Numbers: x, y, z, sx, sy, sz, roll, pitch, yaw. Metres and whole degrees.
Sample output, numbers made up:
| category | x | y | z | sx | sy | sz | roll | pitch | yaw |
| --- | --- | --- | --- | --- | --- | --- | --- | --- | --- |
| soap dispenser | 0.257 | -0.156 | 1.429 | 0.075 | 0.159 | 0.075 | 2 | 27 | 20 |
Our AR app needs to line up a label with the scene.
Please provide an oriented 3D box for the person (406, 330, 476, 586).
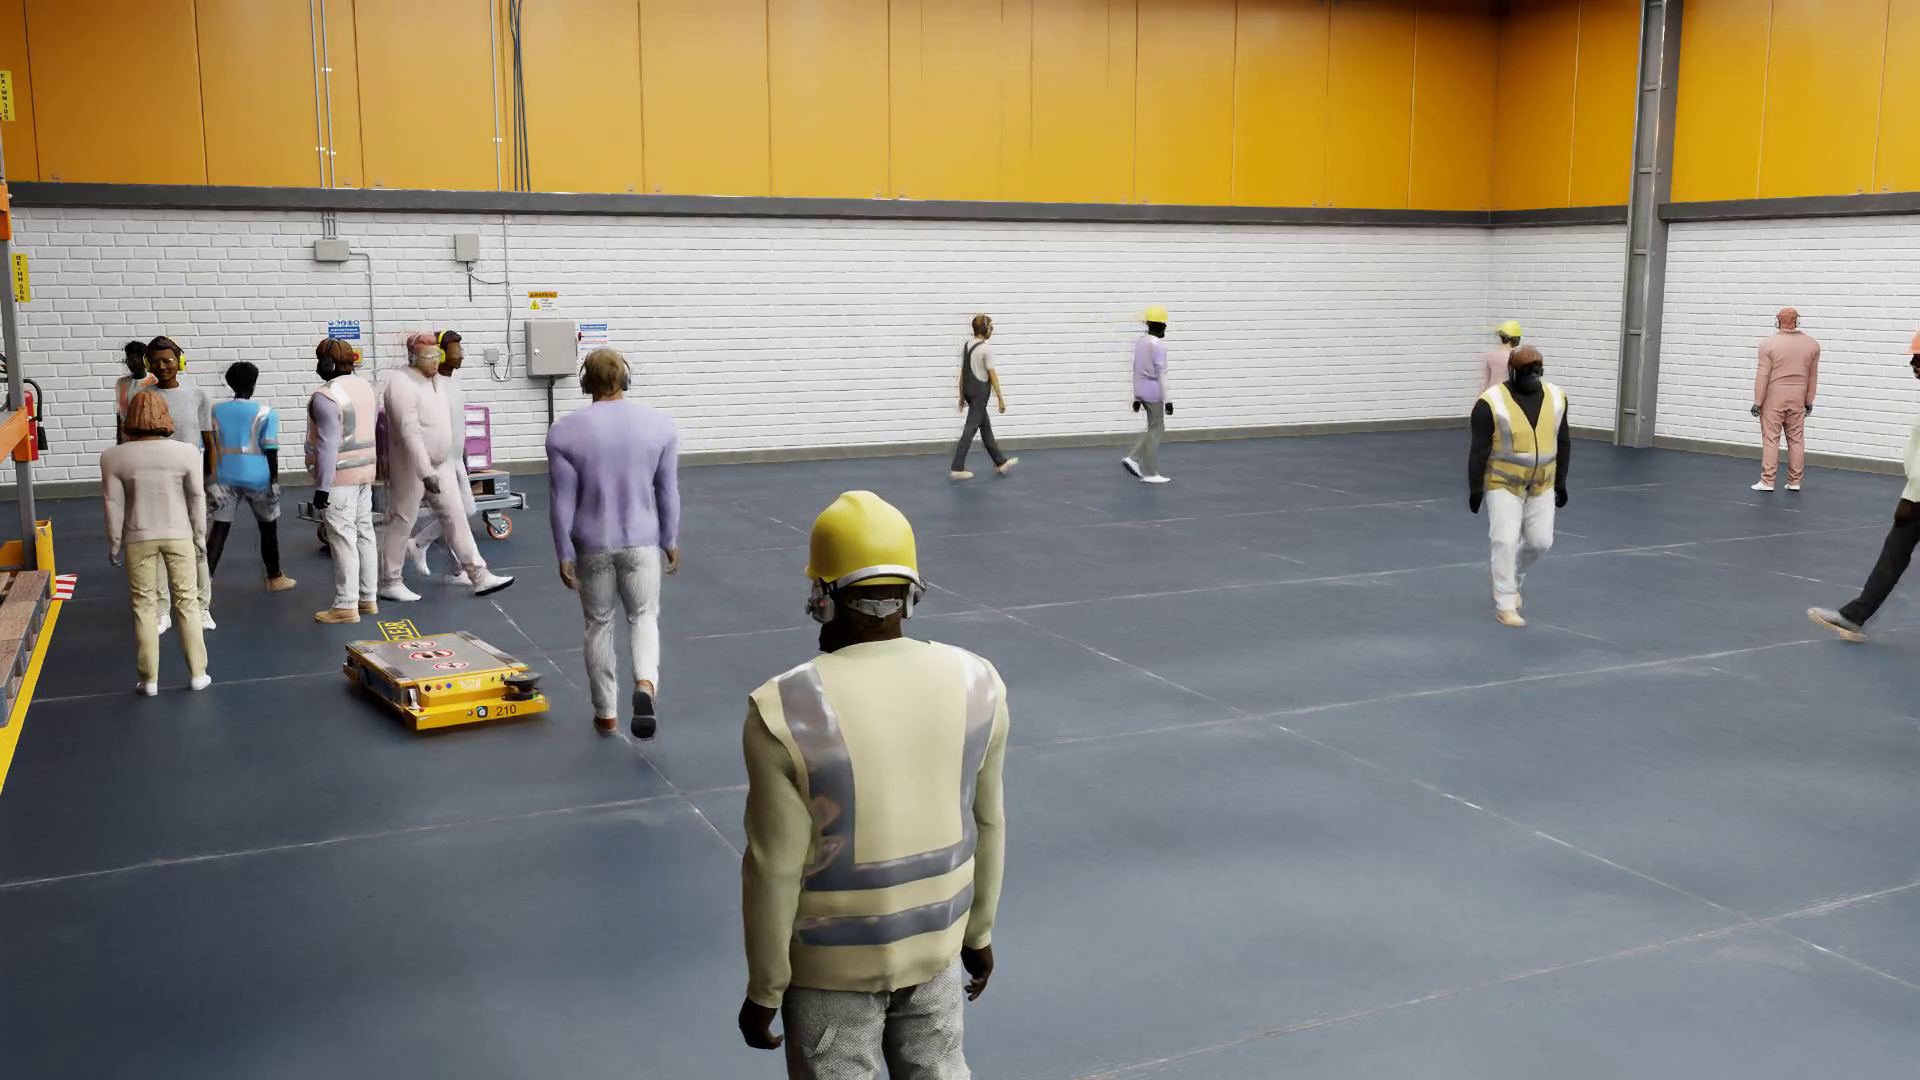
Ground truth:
| category | x | y | z | sx | sy | sz | roll | pitch | yaw |
| --- | --- | --- | --- | --- | --- | --- | --- | --- | --- |
| person | -3.724 | -0.584 | 11.981 | 0.576 | 1.857 | 0.539 | 1 | 9 | 5 |

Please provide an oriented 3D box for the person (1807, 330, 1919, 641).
| category | x | y | z | sx | sy | sz | roll | pitch | yaw |
| --- | --- | --- | --- | --- | --- | --- | --- | --- | --- |
| person | 5.614 | -0.289 | 9.841 | 0.981 | 1.946 | 0.652 | 5 | 10 | 28 |

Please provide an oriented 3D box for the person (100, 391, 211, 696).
| category | x | y | z | sx | sy | sz | roll | pitch | yaw |
| --- | --- | --- | --- | --- | --- | --- | --- | --- | --- |
| person | -4.305 | 0.019 | 8.922 | 0.501 | 1.633 | 0.282 | -5 | 10 | -26 |

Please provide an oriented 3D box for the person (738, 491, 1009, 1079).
| category | x | y | z | sx | sy | sz | roll | pitch | yaw |
| --- | --- | --- | --- | --- | --- | --- | --- | --- | --- |
| person | -0.185 | 0.812 | 3.390 | 0.600 | 1.829 | 0.404 | -6 | 11 | -32 |

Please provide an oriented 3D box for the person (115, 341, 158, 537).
| category | x | y | z | sx | sy | sz | roll | pitch | yaw |
| --- | --- | --- | --- | --- | --- | --- | --- | --- | --- |
| person | -6.923 | -0.839 | 14.092 | 0.620 | 1.684 | 0.375 | 2 | 9 | 15 |

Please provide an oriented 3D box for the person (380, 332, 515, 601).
| category | x | y | z | sx | sy | sz | roll | pitch | yaw |
| --- | --- | --- | --- | --- | --- | --- | --- | --- | --- |
| person | -3.593 | -0.481 | 11.348 | 0.950 | 1.852 | 0.648 | 2 | 9 | 13 |

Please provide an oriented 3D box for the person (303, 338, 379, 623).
| category | x | y | z | sx | sy | sz | roll | pitch | yaw |
| --- | --- | --- | --- | --- | --- | --- | --- | --- | --- |
| person | -4.014 | -0.386 | 10.798 | 0.429 | 1.843 | 0.632 | 1 | 9 | 8 |

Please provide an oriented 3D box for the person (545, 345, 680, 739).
| category | x | y | z | sx | sy | sz | roll | pitch | yaw |
| --- | --- | --- | --- | --- | --- | --- | --- | --- | --- |
| person | -1.641 | 0.033 | 7.963 | 0.636 | 1.919 | 0.662 | -3 | 10 | -17 |

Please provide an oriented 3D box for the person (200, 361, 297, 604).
| category | x | y | z | sx | sy | sz | roll | pitch | yaw |
| --- | --- | --- | --- | --- | --- | --- | --- | --- | --- |
| person | -4.978 | -0.397 | 11.433 | 0.561 | 1.665 | 0.792 | 1 | 9 | 3 |

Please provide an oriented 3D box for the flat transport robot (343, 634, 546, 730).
| category | x | y | z | sx | sy | sz | roll | pitch | yaw |
| --- | --- | --- | --- | --- | --- | --- | --- | --- | --- |
| flat transport robot | -2.762 | 0.715 | 8.820 | 0.652 | 0.197 | 1.431 | -6 | 11 | -33 |

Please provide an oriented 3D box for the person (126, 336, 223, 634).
| category | x | y | z | sx | sy | sz | roll | pitch | yaw |
| --- | --- | --- | --- | --- | --- | --- | --- | --- | --- |
| person | -4.931 | -0.344 | 10.449 | 0.538 | 1.869 | 0.313 | -4 | 10 | -24 |

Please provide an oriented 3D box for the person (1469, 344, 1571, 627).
| category | x | y | z | sx | sy | sz | roll | pitch | yaw |
| --- | --- | --- | --- | --- | --- | --- | --- | --- | --- |
| person | 3.573 | -0.355 | 10.714 | 0.660 | 1.818 | 0.560 | -1 | 9 | -8 |

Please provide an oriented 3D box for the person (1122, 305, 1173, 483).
| category | x | y | z | sx | sy | sz | roll | pitch | yaw |
| --- | --- | --- | --- | --- | --- | --- | --- | --- | --- |
| person | 2.069 | -1.553 | 17.813 | 0.439 | 1.912 | 0.595 | -2 | 9 | -14 |

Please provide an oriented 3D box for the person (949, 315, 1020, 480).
| category | x | y | z | sx | sy | sz | roll | pitch | yaw |
| --- | --- | --- | --- | --- | --- | --- | --- | --- | --- |
| person | 0.273 | -1.565 | 18.254 | 0.972 | 1.790 | 0.537 | -5 | 11 | -31 |

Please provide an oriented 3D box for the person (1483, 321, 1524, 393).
| category | x | y | z | sx | sy | sz | roll | pitch | yaw |
| --- | --- | --- | --- | --- | --- | --- | --- | --- | --- |
| person | 5.799 | -1.446 | 17.644 | 0.368 | 1.750 | 0.542 | -4 | 10 | -26 |

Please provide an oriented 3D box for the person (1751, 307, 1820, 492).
| category | x | y | z | sx | sy | sz | roll | pitch | yaw |
| --- | --- | --- | --- | --- | --- | --- | --- | --- | --- |
| person | 8.480 | -1.442 | 17.158 | 0.652 | 1.903 | 0.403 | -1 | 9 | -3 |
